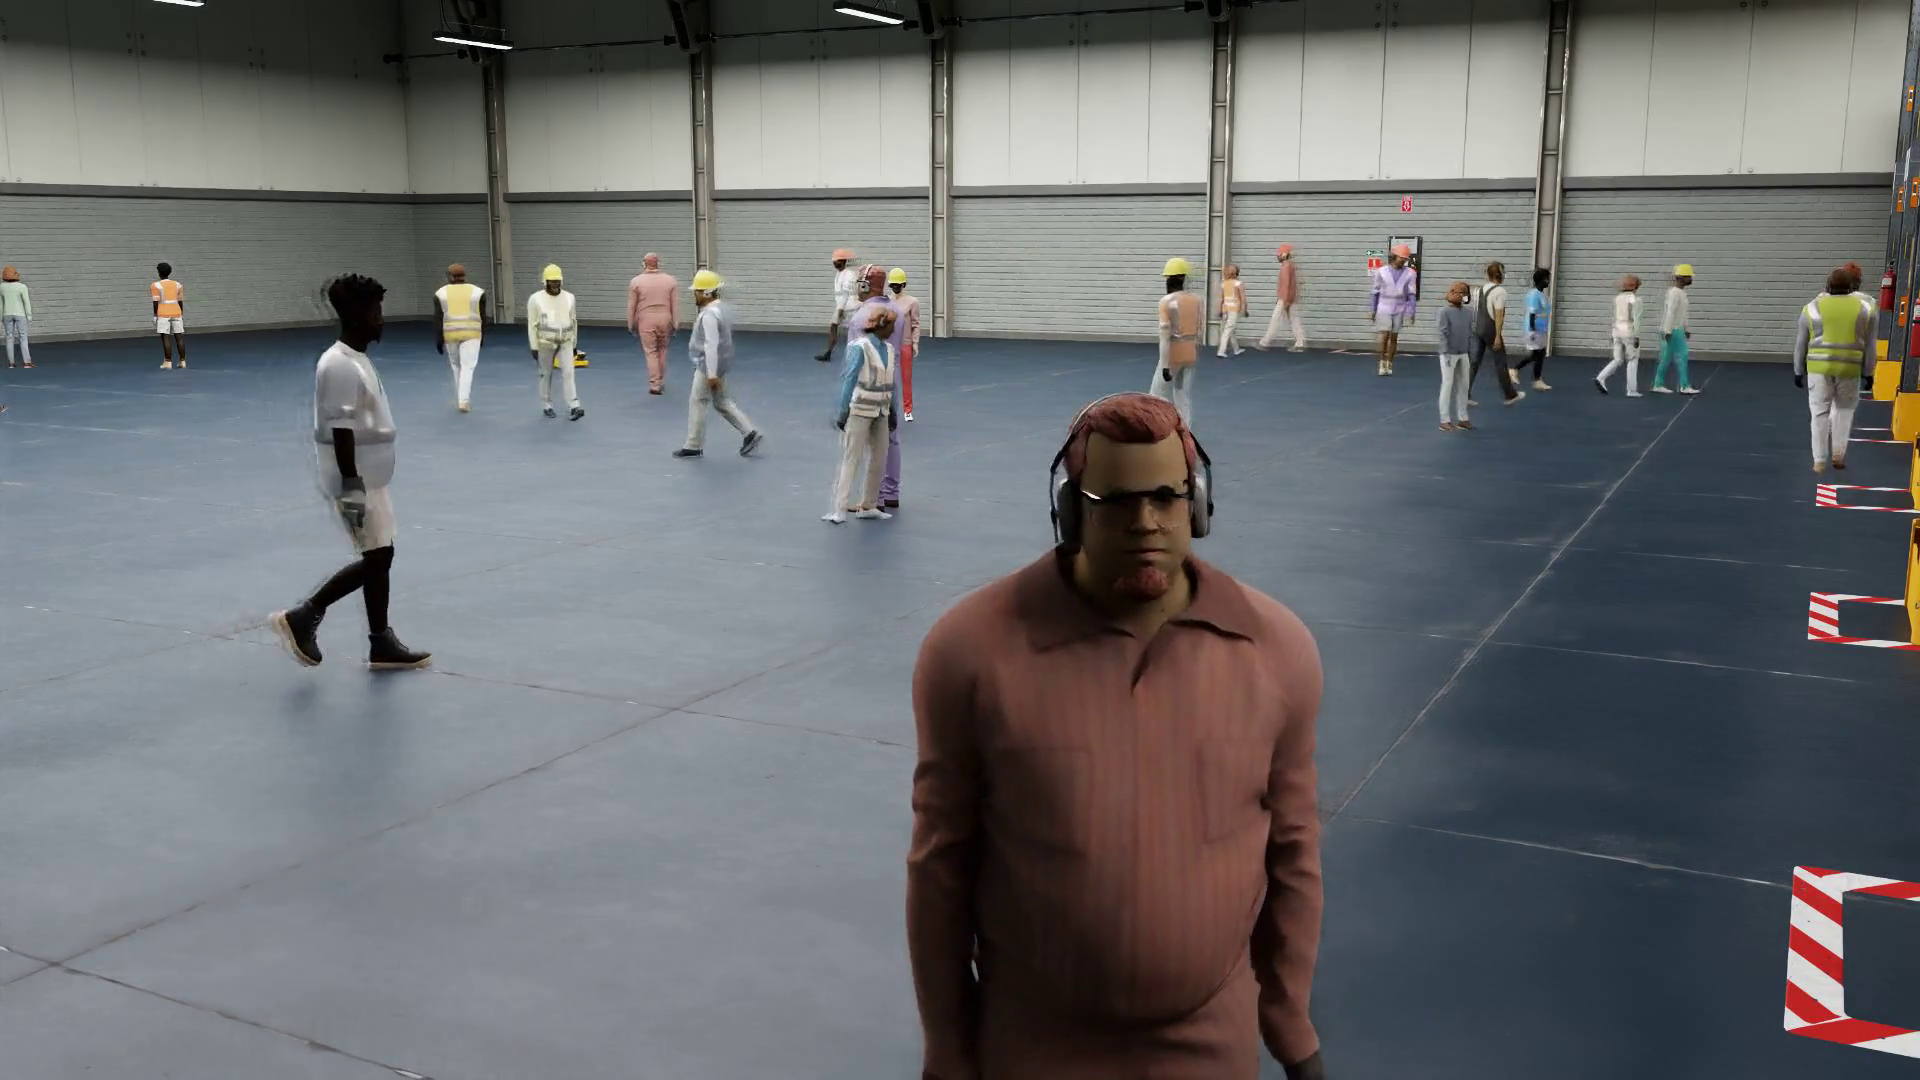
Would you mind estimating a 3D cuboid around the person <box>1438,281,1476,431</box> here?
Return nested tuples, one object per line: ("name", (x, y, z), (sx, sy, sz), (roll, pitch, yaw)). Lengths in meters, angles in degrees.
("person", (5.433, -2.008, 18.210), (0.514, 1.633, 0.319), (-5, 12, -26))

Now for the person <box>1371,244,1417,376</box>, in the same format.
("person", (6.541, -3.456, 25.088), (0.624, 1.991, 0.752), (1, 10, 6))

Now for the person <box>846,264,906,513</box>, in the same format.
("person", (-0.678, -1.163, 12.839), (0.405, 1.911, 0.636), (5, 11, 25))

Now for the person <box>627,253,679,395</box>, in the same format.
("person", (-4.198, -2.927, 22.527), (0.673, 1.872, 0.878), (-6, 12, -28))

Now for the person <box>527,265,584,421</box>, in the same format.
("person", (-4.656, -2.263, 19.168), (0.624, 1.779, 0.929), (-7, 12, -32))

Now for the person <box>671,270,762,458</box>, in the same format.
("person", (-2.347, -1.675, 15.900), (0.797, 1.807, 0.603), (1, 10, 7))

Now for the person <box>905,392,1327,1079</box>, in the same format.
("person", (0.240, 0.727, 2.539), (0.644, 1.908, 0.406), (-1, 10, -8))

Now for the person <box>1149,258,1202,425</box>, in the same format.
("person", (2.072, -1.759, 16.069), (0.596, 1.910, 0.420), (-8, 13, -38))

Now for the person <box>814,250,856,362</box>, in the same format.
("person", (-1.969, -3.954, 28.126), (0.992, 1.888, 0.557), (-6, 12, -30))

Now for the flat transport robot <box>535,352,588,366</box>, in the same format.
("flat transport robot", (-6.577, -3.009, 27.370), (0.652, 0.197, 1.431), (-4, 11, -22))

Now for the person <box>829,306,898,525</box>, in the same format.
("person", (-0.713, -0.919, 12.323), (0.370, 1.606, 0.664), (7, 13, 35))

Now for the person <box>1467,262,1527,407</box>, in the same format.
("person", (6.637, -2.543, 20.665), (0.961, 1.793, 0.563), (-5, 11, -24))

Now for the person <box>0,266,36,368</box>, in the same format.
("person", (-15.231, -3.590, 26.812), (0.500, 1.636, 0.280), (-1, 10, -7))

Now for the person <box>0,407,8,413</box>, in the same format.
("person", (-11.595, -2.201, 19.384), (0.885, 1.580, 0.505), (-2, 11, -9))

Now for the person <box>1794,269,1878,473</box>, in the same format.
("person", (7.899, -1.530, 15.055), (0.660, 1.823, 0.595), (5, 11, 24))

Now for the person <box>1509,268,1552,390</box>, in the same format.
("person", (7.929, -2.910, 22.988), (0.504, 1.683, 0.535), (7, 13, 35))

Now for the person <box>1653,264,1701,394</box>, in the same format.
("person", (9.699, -2.808, 22.274), (0.763, 1.738, 0.549), (7, 12, 32))

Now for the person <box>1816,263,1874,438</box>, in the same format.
("person", (9.282, -2.002, 17.612), (0.646, 1.845, 0.947), (4, 11, 23))

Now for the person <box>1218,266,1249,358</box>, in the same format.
("person", (4.769, -3.983, 29.059), (0.875, 1.594, 0.508), (-8, 13, -37))

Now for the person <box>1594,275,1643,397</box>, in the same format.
("person", (8.712, -2.684, 21.936), (0.614, 1.614, 0.539), (-4, 11, -19))

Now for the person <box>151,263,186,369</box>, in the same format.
("person", (-12.631, -3.569, 26.531), (0.317, 1.695, 0.540), (6, 12, 32))

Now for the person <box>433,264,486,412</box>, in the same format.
("person", (-6.073, -2.461, 20.271), (0.613, 1.788, 0.994), (-1, 10, -8))

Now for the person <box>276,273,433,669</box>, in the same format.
("person", (-2.942, -0.300, 8.010), (0.599, 1.952, 0.635), (-2, 11, -9))

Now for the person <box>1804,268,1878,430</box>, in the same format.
("person", (8.821, -1.823, 16.708), (0.632, 1.812, 0.861), (6, 12, 30))

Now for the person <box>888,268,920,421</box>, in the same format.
("person", (-0.723, -2.236, 19.099), (0.522, 1.761, 0.321), (1, 10, 5))

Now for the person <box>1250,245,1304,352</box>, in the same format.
("person", (5.861, -4.404, 30.394), (1.006, 1.938, 0.635), (5, 11, 24))
